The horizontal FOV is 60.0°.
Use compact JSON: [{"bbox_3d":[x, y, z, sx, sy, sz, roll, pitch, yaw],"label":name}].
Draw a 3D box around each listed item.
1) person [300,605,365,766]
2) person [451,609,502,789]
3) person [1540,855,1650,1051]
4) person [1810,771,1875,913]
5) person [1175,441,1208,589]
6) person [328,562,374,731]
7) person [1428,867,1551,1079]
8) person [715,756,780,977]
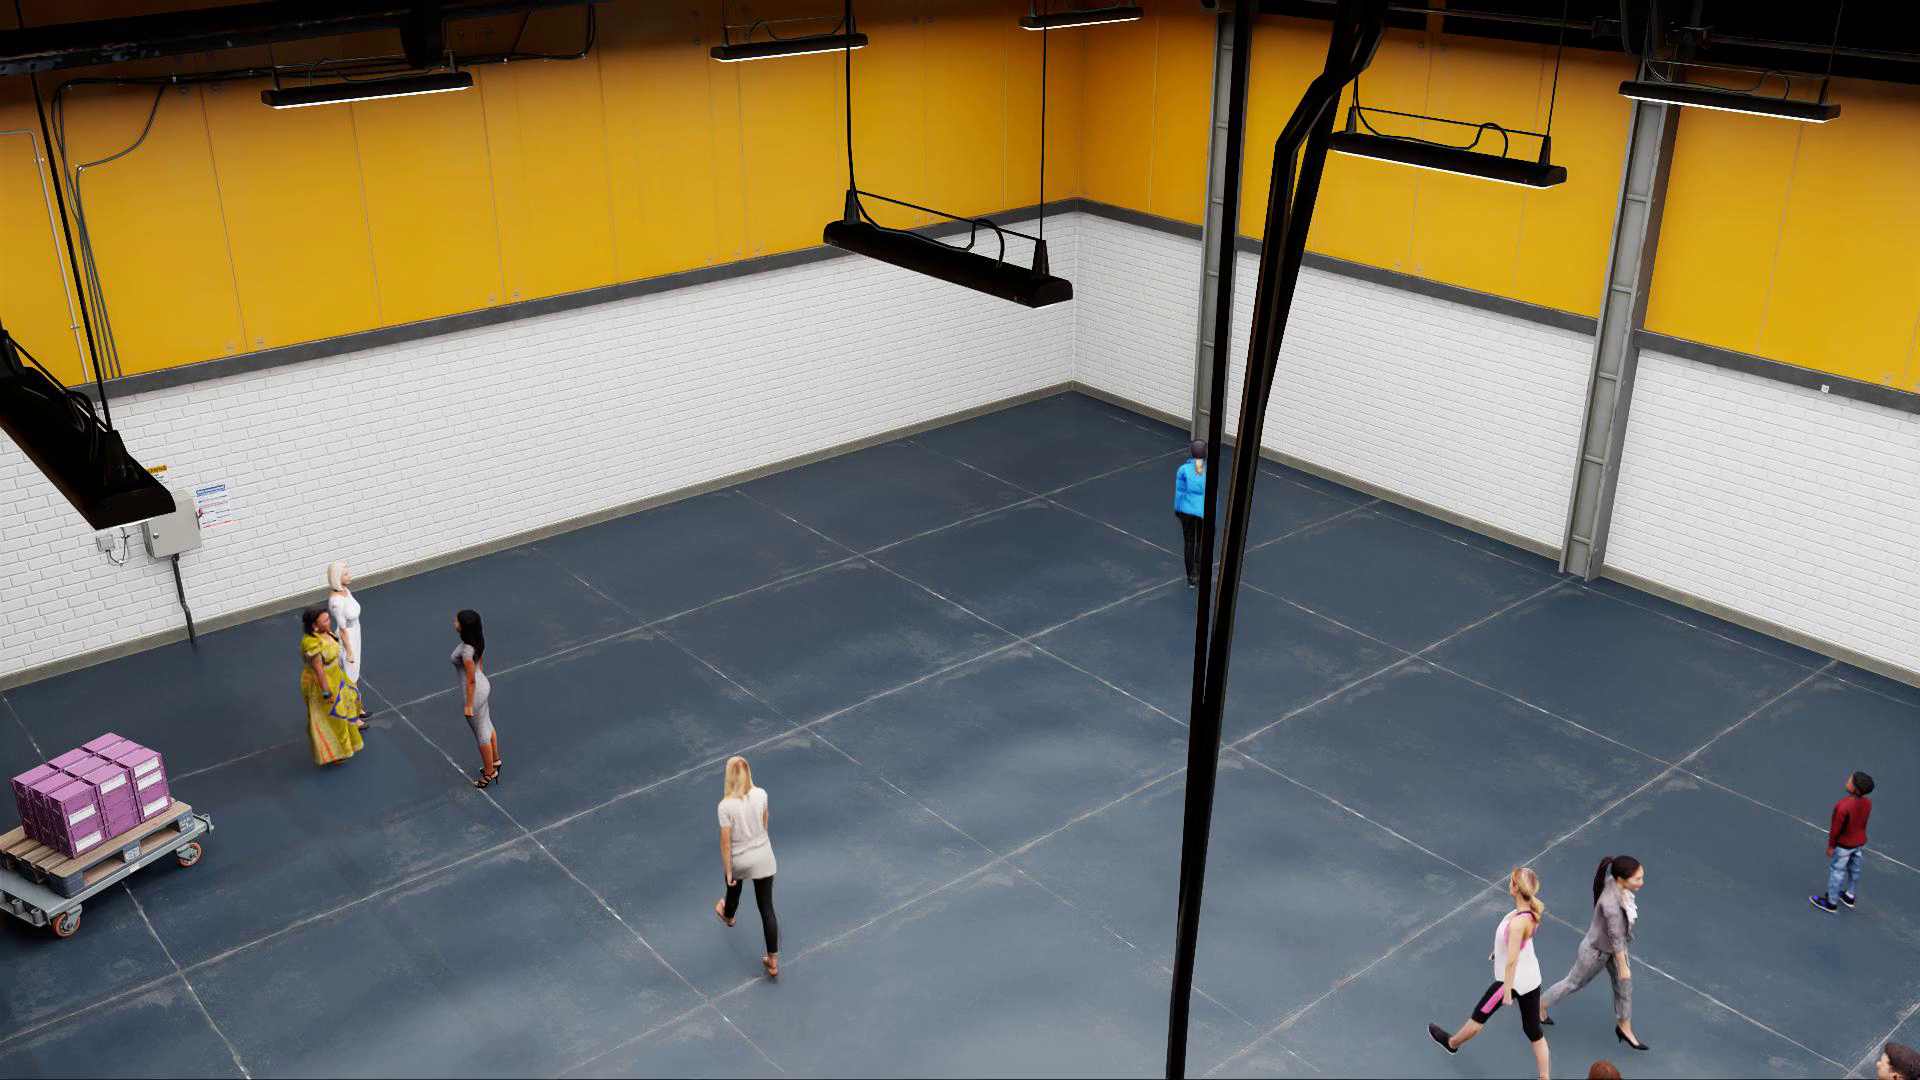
[{"bbox_3d":[-6.089,1.376,15.714,1.008,1.649,0.926,-1,24,-2],"label":"person"},{"bbox_3d":[-4.463,1.453,15.372,0.727,1.781,0.650,0,24,0],"label":"person"},{"bbox_3d":[4.565,2.980,12.068,1.154,1.629,0.809,13,27,27],"label":"person"},{"bbox_3d":[7.328,2.475,13.696,0.564,1.250,0.571,-9,25,-20],"label":"person"},{"bbox_3d":[2.724,-0.271,19.307,0.742,1.788,0.815,5,24,10],"label":"person"},{"bbox_3d":[-6.040,1.021,16.399,0.704,1.750,0.593,-5,24,-11],"label":"person"},{"bbox_3d":[3.978,3.136,11.592,1.222,1.724,0.719,20,30,37],"label":"person"},{"bbox_3d":[-1.585,2.552,12.876,0.786,1.767,1.259,-12,26,-25],"label":"person"}]
